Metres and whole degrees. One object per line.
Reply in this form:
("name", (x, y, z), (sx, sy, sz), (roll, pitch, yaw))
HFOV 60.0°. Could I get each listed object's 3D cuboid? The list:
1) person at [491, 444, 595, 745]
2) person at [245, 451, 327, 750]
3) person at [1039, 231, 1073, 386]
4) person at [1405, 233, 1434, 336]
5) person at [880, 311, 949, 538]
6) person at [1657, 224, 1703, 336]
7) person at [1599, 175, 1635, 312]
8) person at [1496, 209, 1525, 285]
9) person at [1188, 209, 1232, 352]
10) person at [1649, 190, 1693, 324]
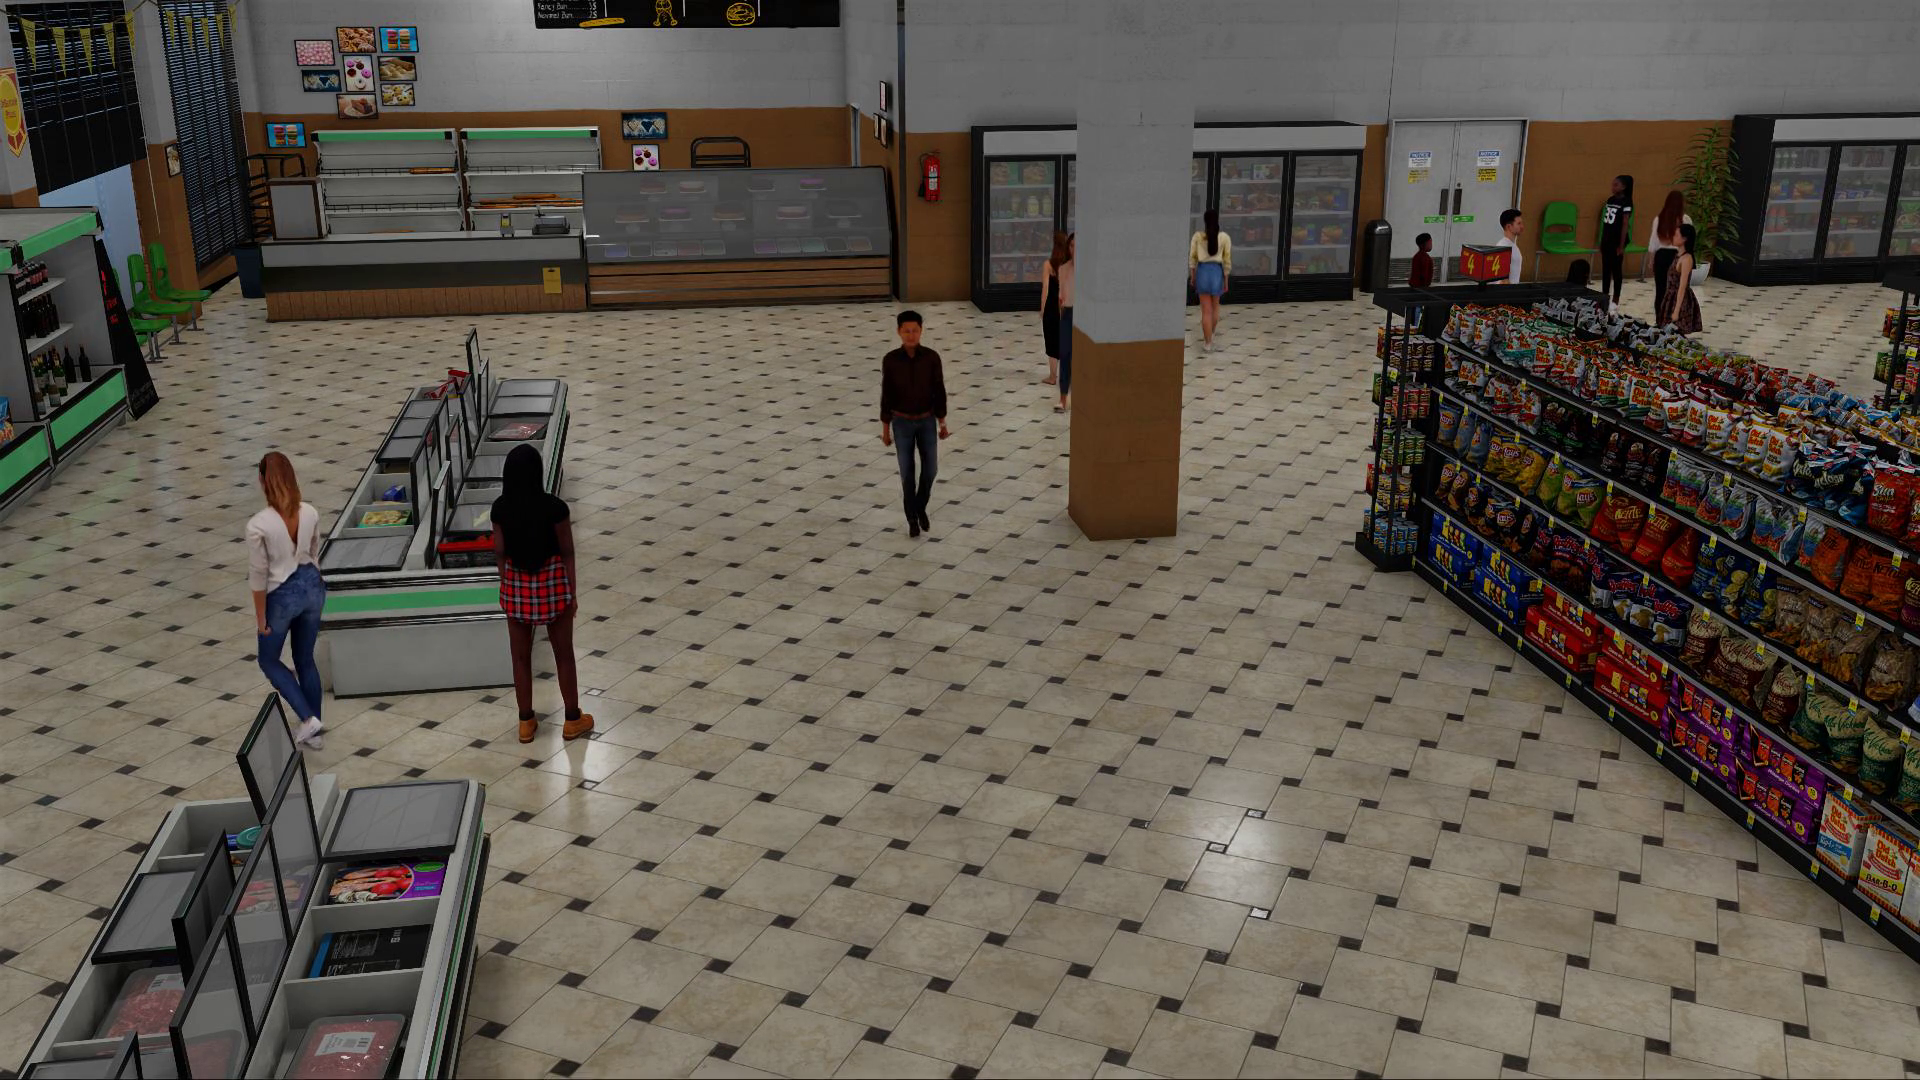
("person", (-2.359, 0.300, 9.293), (0.647, 1.728, 0.640), (0, 19, -1))
("person", (-3.598, 0.368, 9.115), (0.861, 1.714, 0.799), (12, 22, 32))
("person", (1.058, -2.465, 17.655), (0.623, 1.625, 0.630), (-8, 20, -22))
("person", (5.506, -3.057, 19.998), (0.568, 1.250, 0.440), (-2, 19, -5))
("person", (-0.362, -0.904, 12.795), (0.700, 1.773, 0.630), (-2, 19, -5))
("person", (7.384, -2.365, 17.127), (0.837, 1.772, 0.731), (3, 19, 10))
("person", (8.541, -3.883, 21.695), (0.676, 1.730, 0.515), (-5, 19, -15))
("person", (5.760, -2.568, 17.606), (0.818, 1.852, 0.696), (7, 20, 21))
("person", (2.878, -2.970, 19.208), (0.824, 1.590, 1.118), (1, 19, 4))
("person", (8.446, -3.272, 19.852), (0.724, 1.751, 0.776), (12, 22, 31))
